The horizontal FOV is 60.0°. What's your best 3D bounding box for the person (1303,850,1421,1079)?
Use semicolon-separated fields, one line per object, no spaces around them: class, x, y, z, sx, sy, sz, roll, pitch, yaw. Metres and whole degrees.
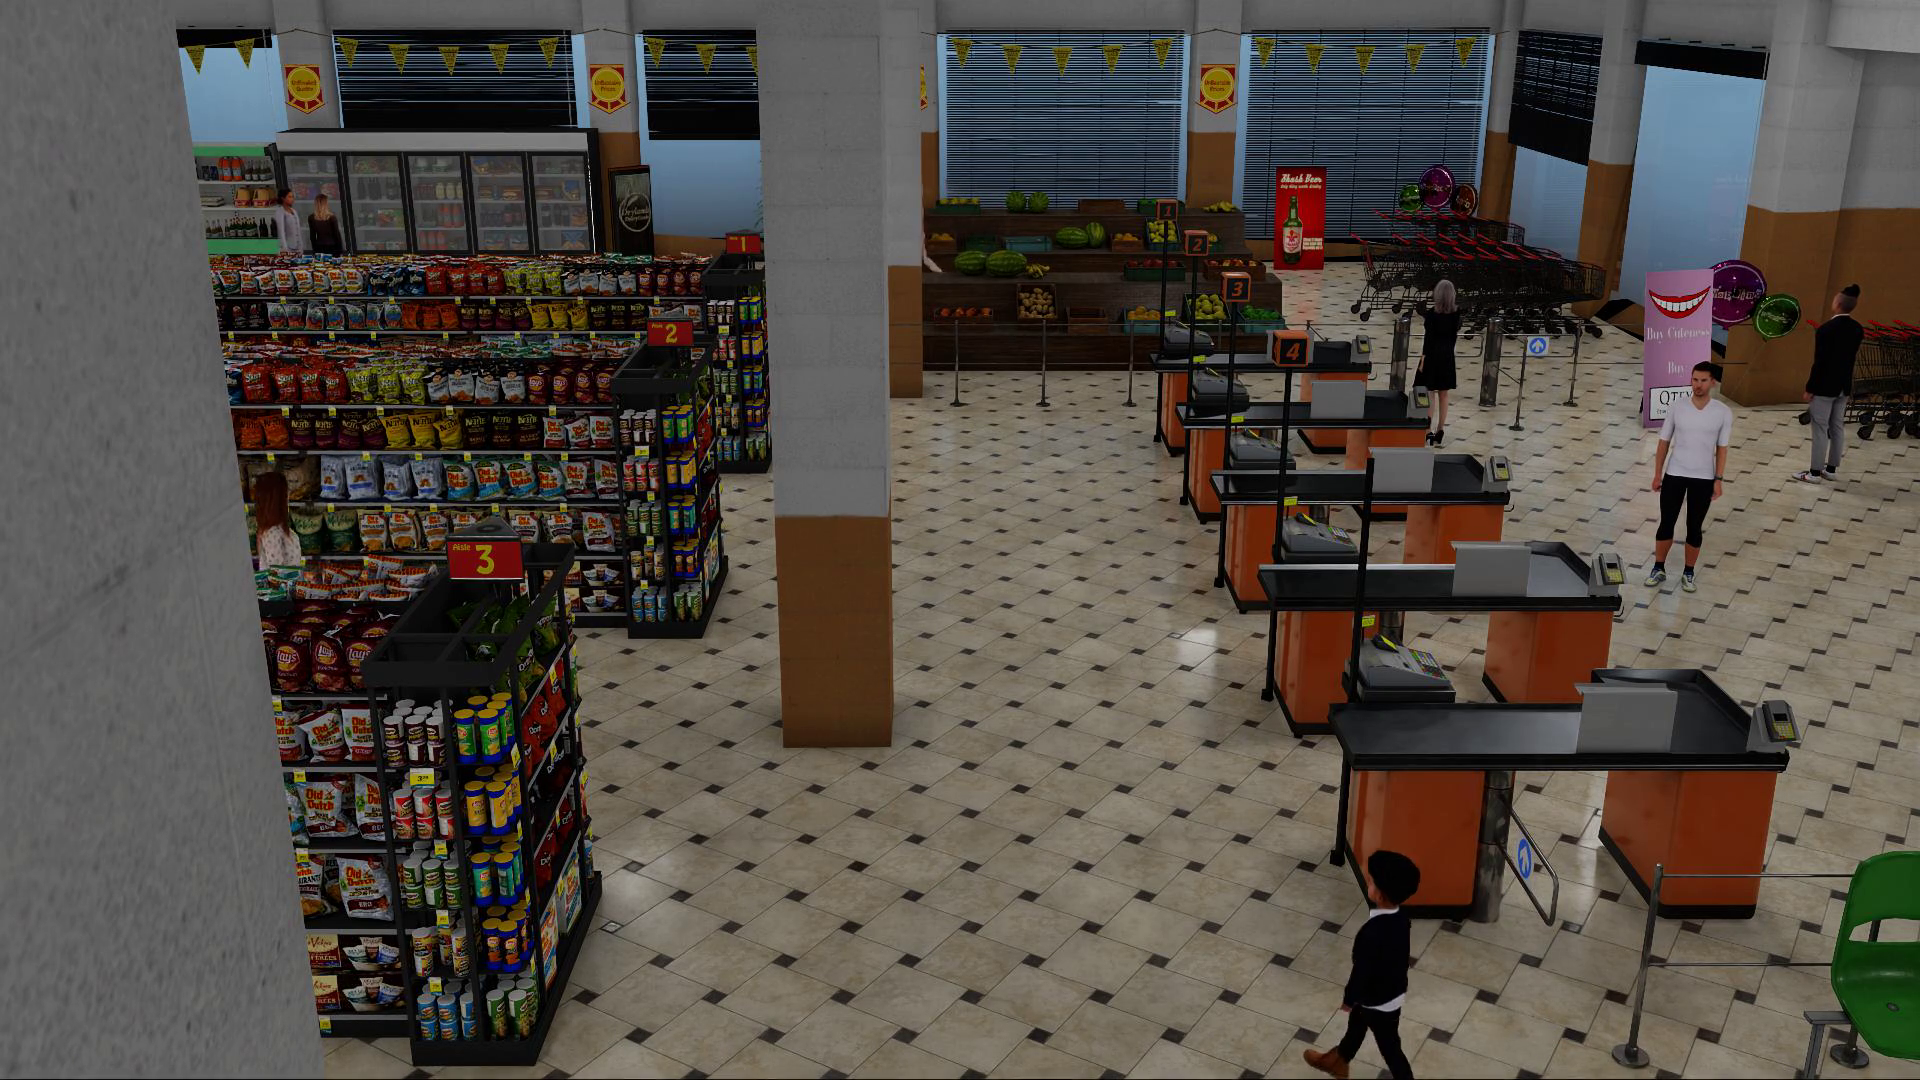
person;1.839;1.917;7.085;0.892;1.197;0.801;15;24;38

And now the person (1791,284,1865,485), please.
person;8.444;-1.515;16.089;0.683;1.948;0.843;-7;20;-20

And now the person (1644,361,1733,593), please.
person;5.830;-0.521;13.291;0.667;1.851;0.814;9;21;25

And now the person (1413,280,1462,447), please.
person;5.011;-1.867;17.447;0.627;1.747;0.739;-8;20;-22

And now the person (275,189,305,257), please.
person;-10.075;-4.400;24.986;0.623;1.731;0.680;5;19;14

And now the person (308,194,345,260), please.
person;-9.370;-4.262;24.618;0.442;1.704;0.675;1;19;3
